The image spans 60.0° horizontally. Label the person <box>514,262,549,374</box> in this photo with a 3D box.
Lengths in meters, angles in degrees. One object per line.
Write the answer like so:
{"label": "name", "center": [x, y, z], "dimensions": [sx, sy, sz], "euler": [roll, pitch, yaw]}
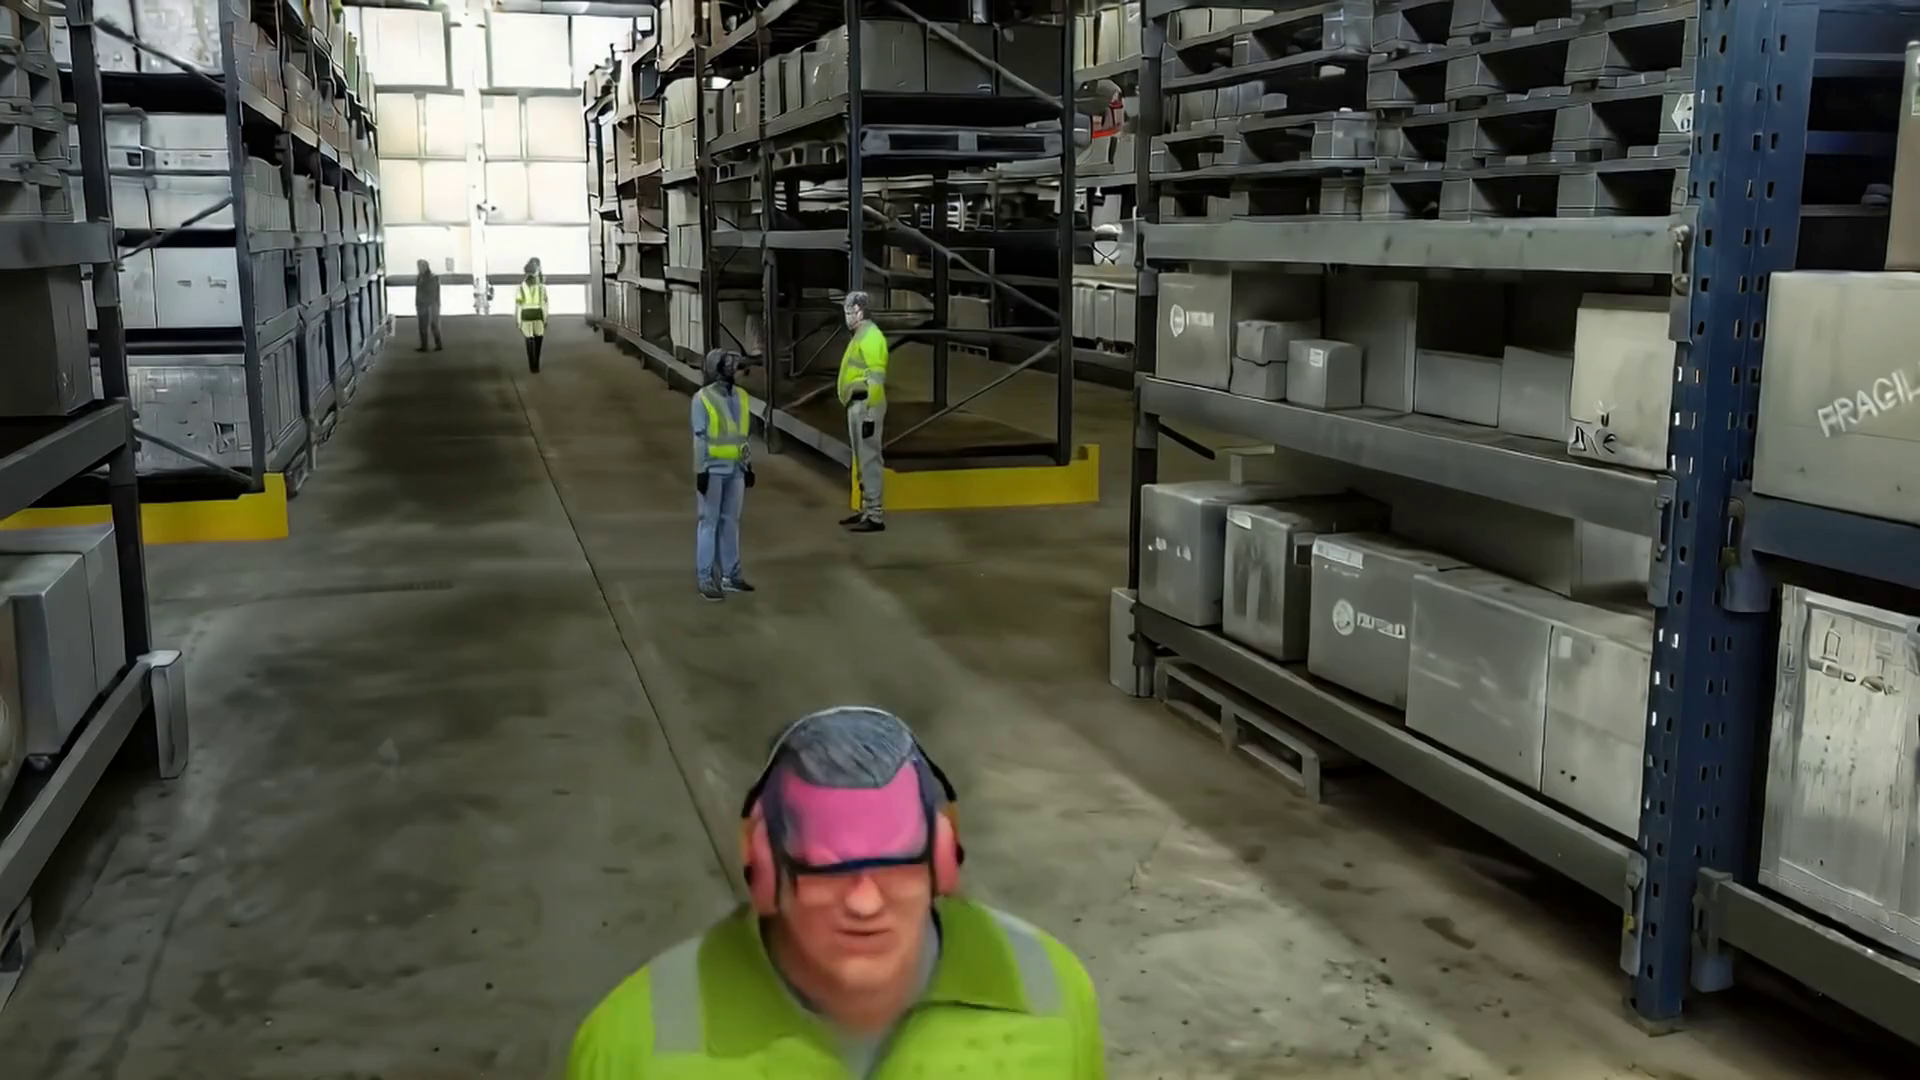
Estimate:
{"label": "person", "center": [-7.421, -3.851, 28.816], "dimensions": [0.564, 1.925, 0.651], "euler": [-4, 11, -19]}

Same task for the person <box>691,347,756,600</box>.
{"label": "person", "center": [-1.547, -0.442, 10.891], "dimensions": [0.315, 1.641, 0.515], "euler": [7, 13, 35]}

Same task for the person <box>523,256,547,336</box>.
{"label": "person", "center": [-9.768, -5.568, 38.274], "dimensions": [0.546, 1.916, 0.697], "euler": [-2, 11, -11]}

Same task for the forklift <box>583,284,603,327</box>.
{"label": "forklift", "center": [-8.867, -6.985, 43.361], "dimensions": [1.873, 2.768, 1.129], "euler": [-3, 11, -17]}

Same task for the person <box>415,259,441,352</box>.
{"label": "person", "center": [-10.936, -4.806, 34.124], "dimensions": [0.649, 1.906, 0.406], "euler": [5, 12, 26]}

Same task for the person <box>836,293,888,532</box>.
{"label": "person", "center": [-0.792, -1.019, 13.346], "dimensions": [0.406, 1.902, 0.638], "euler": [-2, 11, -13]}

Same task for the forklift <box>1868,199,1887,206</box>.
{"label": "forklift", "center": [11.338, -2.915, 21.052], "dimensions": [1.129, 2.768, 1.873], "euler": [-3, 11, -17]}

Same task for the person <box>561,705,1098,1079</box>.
{"label": "person", "center": [-0.155, 1.069, 2.028], "dimensions": [0.660, 1.862, 0.989], "euler": [-3, 11, -14]}
